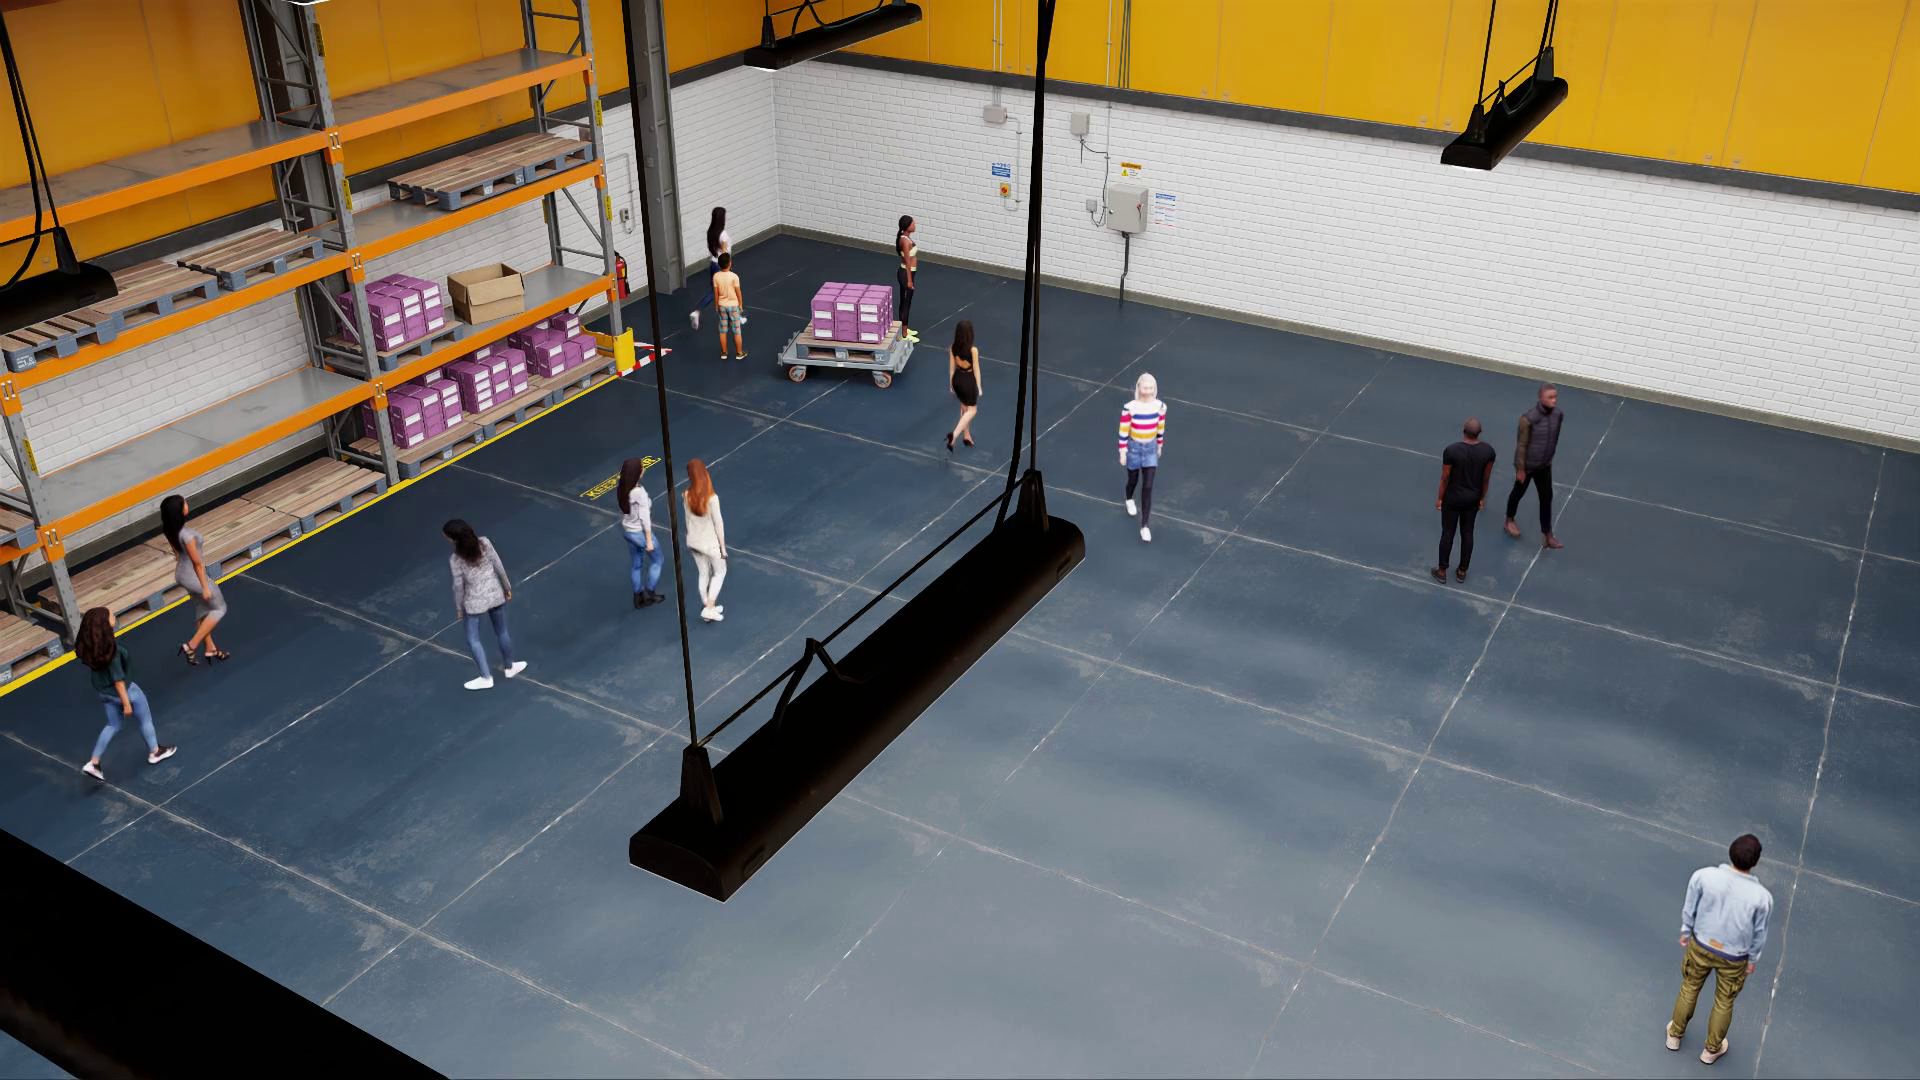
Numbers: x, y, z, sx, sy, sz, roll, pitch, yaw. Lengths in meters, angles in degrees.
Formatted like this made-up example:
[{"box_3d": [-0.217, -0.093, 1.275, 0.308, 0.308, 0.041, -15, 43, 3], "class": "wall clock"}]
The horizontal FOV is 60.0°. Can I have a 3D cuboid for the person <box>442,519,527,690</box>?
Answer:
[{"box_3d": [-4.306, 0.536, 15.187, 0.613, 1.707, 0.893, -15, 32, -25], "class": "person"}]

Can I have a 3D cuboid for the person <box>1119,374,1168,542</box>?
[{"box_3d": [1.924, -0.959, 17.867, 1.085, 1.766, 1.247, -3, 29, -5], "class": "person"}]

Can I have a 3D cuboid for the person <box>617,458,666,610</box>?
[{"box_3d": [-3.215, -0.025, 16.300, 0.669, 1.625, 0.632, 25, 37, 38], "class": "person"}]

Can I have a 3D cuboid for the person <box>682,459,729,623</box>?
[{"box_3d": [-2.525, 0.071, 16.077, 0.632, 1.672, 0.664, 14, 32, 24], "class": "person"}]

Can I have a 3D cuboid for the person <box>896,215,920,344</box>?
[{"box_3d": [-0.742, -3.576, 22.674, 0.703, 1.755, 0.618, -3, 29, -5], "class": "person"}]

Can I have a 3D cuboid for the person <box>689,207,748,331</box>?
[{"box_3d": [-3.378, -3.676, 22.866, 1.181, 1.748, 0.853, -23, 36, -36], "class": "person"}]

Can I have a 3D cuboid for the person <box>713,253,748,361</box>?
[{"box_3d": [-3.081, -3.115, 22.137, 0.589, 1.461, 0.603, 3, 29, 5], "class": "person"}]

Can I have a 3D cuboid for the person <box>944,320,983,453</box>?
[{"box_3d": [0.023, -1.752, 19.456, 0.618, 1.636, 0.881, 19, 34, 31], "class": "person"}]

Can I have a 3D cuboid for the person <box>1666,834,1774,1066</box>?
[{"box_3d": [5.065, 2.714, 11.084, 0.696, 1.812, 0.593, 19, 34, 31], "class": "person"}]

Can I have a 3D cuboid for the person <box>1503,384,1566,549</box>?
[{"box_3d": [6.016, -0.834, 17.599, 1.151, 1.802, 1.183, -10, 30, -17], "class": "person"}]

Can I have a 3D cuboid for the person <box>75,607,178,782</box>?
[{"box_3d": [-7.118, 1.302, 13.901, 0.572, 1.593, 0.977, 16, 33, 27], "class": "person"}]

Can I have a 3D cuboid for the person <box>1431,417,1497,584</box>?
[{"box_3d": [5.070, -0.407, 16.798, 0.749, 1.819, 0.739, 1, 29, 1], "class": "person"}]

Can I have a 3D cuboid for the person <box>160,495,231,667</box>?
[{"box_3d": [-7.119, 0.434, 15.307, 0.663, 1.771, 0.778, 21, 35, 34], "class": "person"}]
